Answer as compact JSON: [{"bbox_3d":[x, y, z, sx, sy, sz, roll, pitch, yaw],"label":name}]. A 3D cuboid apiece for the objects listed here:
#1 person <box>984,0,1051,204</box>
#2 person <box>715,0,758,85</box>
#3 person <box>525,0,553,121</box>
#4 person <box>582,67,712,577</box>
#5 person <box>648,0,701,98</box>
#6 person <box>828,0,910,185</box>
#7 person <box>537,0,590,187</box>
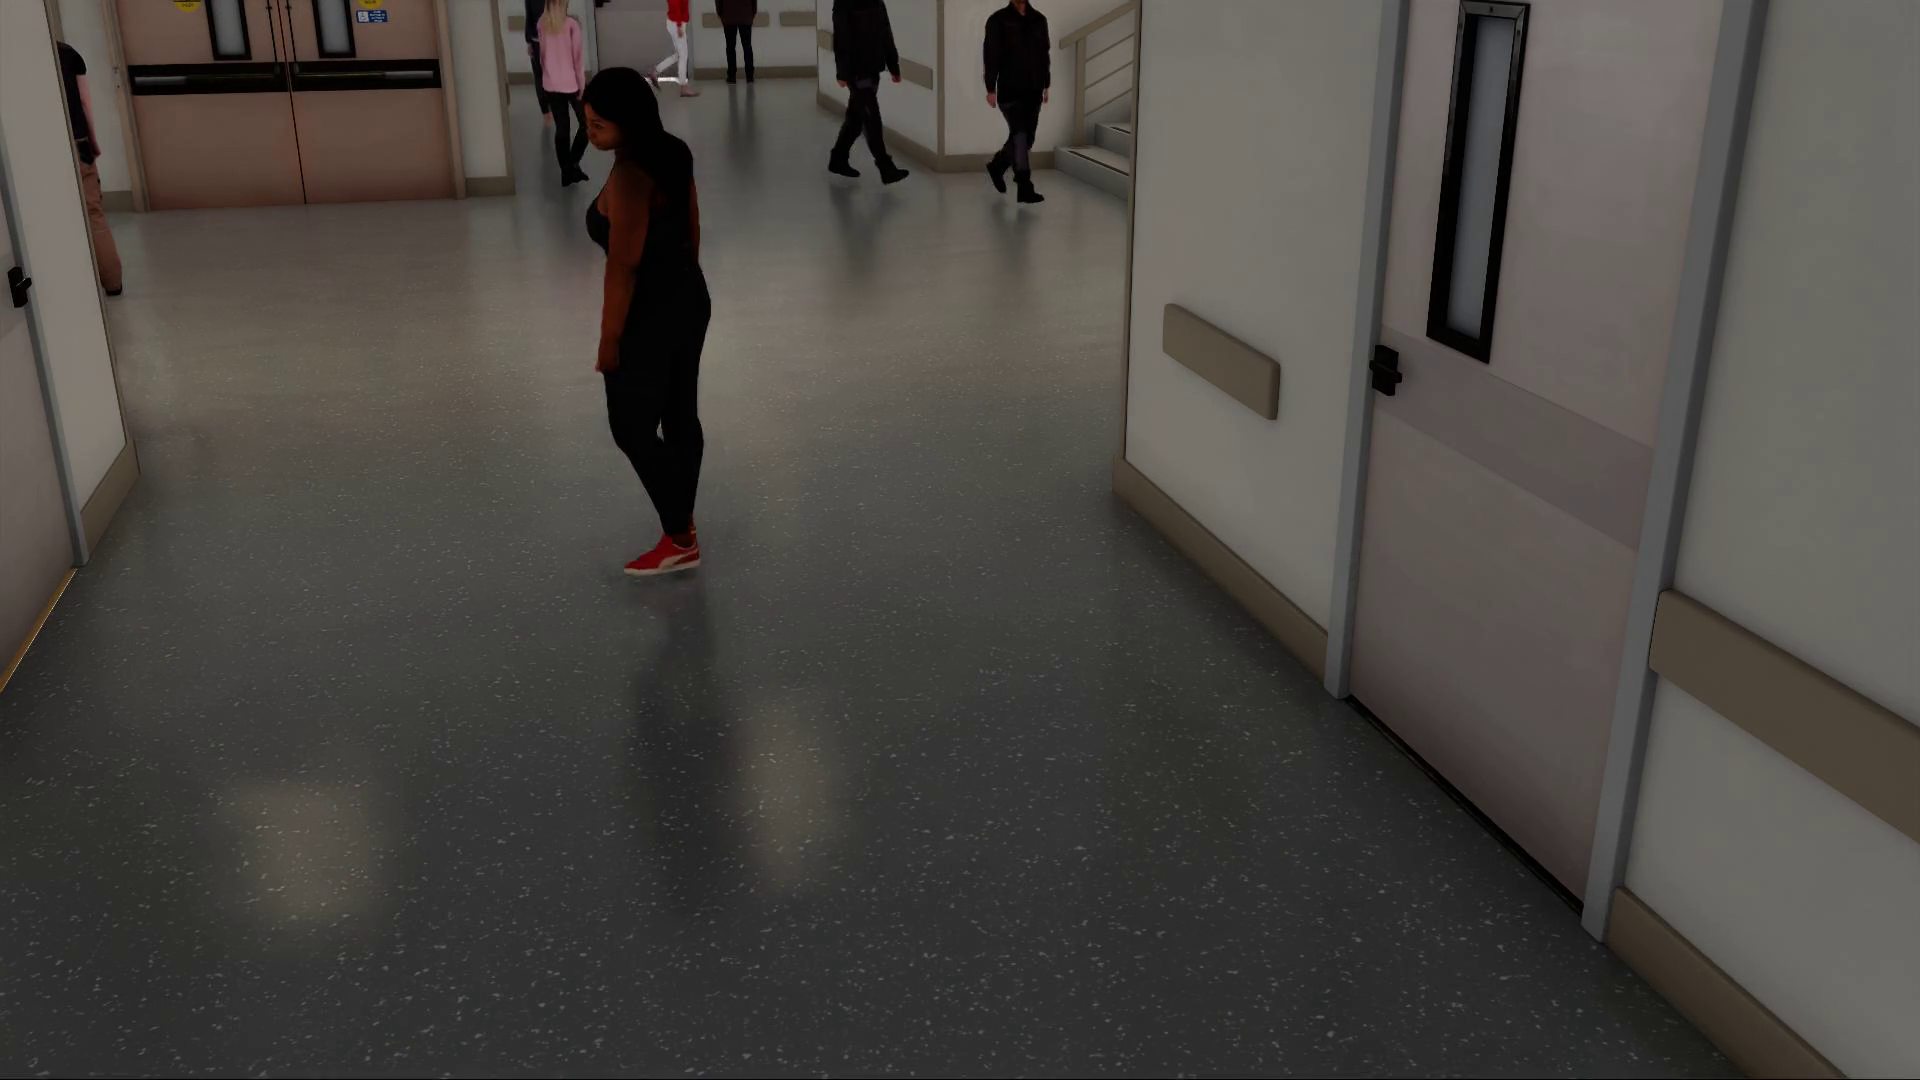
[{"bbox_3d":[0.439,-3.694,13.544,1.171,1.832,1.069,-14,25,-33],"label":"person"},{"bbox_3d":[-3.079,-7.269,22.960,0.592,1.848,0.800,-5,21,-13],"label":"person"},{"bbox_3d":[-4.742,-5.688,18.968,0.613,1.718,0.724,-8,22,-20],"label":"person"},{"bbox_3d":[-1.065,-0.799,5.976,0.919,1.779,0.924,14,25,32],"label":"person"},{"bbox_3d":[-3.679,-6.492,21.138,0.849,1.685,0.534,-5,21,-14],"label":"person"},{"bbox_3d":[-0.906,-4.038,14.365,1.256,1.893,1.269,15,25,34],"label":"person"},{"bbox_3d":[-3.429,-3.877,14.244,0.709,1.678,0.785,6,22,15],"label":"person"}]
